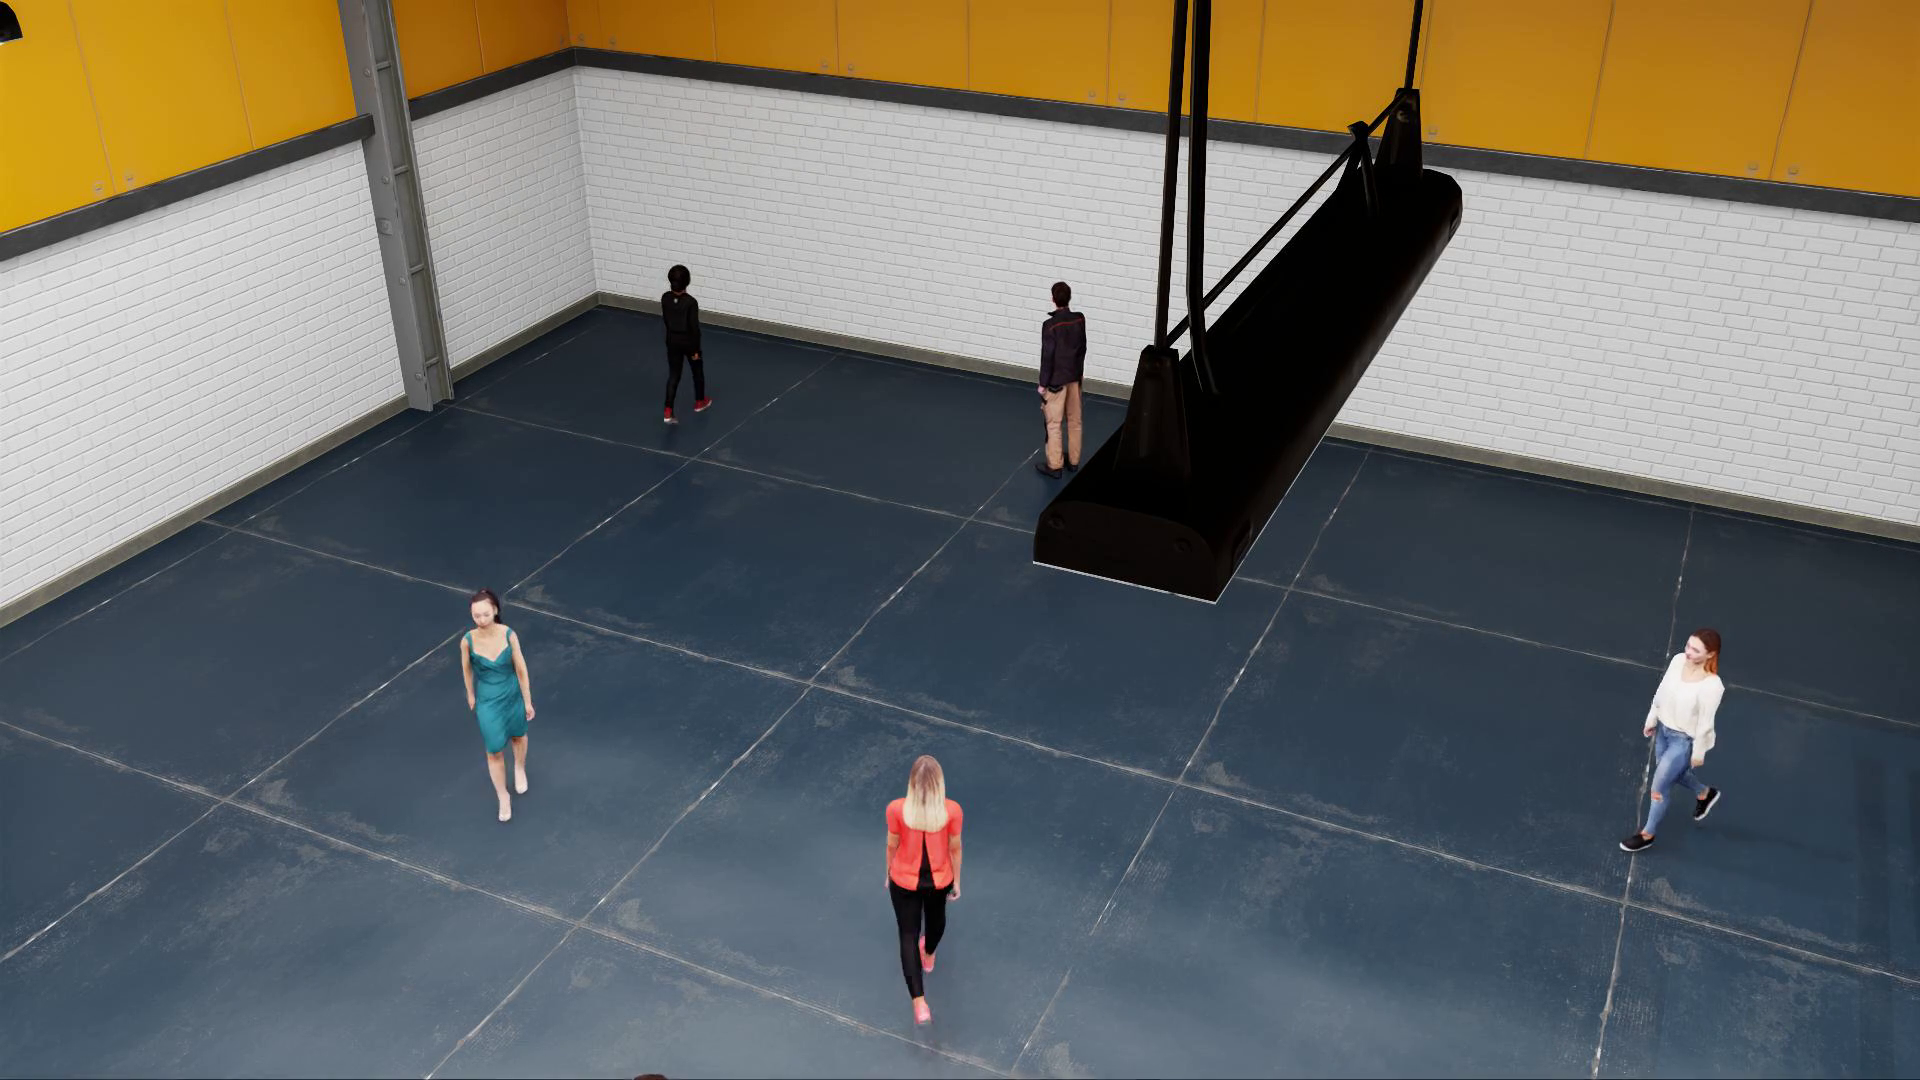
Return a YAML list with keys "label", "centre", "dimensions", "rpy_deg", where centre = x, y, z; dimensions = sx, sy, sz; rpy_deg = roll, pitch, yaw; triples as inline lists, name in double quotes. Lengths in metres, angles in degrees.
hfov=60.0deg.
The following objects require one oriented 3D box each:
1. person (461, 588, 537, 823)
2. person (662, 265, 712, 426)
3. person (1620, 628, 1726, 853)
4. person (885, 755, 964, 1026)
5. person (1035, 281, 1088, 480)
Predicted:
- label: "person"
  centre: [-3.099, 1.036, 11.263]
  dimensions: [0.822, 1.664, 0.896]
  rpy_deg: [-9, 30, -15]
- label: "person"
  centre: [-2.835, -1.934, 16.728]
  dimensions: [0.680, 1.645, 1.092]
  rpy_deg: [9, 30, 15]
- label: "person"
  centre: [4.733, 1.281, 10.807]
  dimensions: [1.034, 1.670, 1.028]
  rpy_deg: [-7, 29, -12]
- label: "person"
  centre: [-0.210, 2.002, 9.490]
  dimensions: [0.966, 1.666, 1.188]
  rpy_deg: [-2, 29, -4]
- label: "person"
  centre: [0.962, -1.503, 15.646]
  dimensions: [0.741, 1.923, 0.852]
  rpy_deg: [-18, 33, -29]
